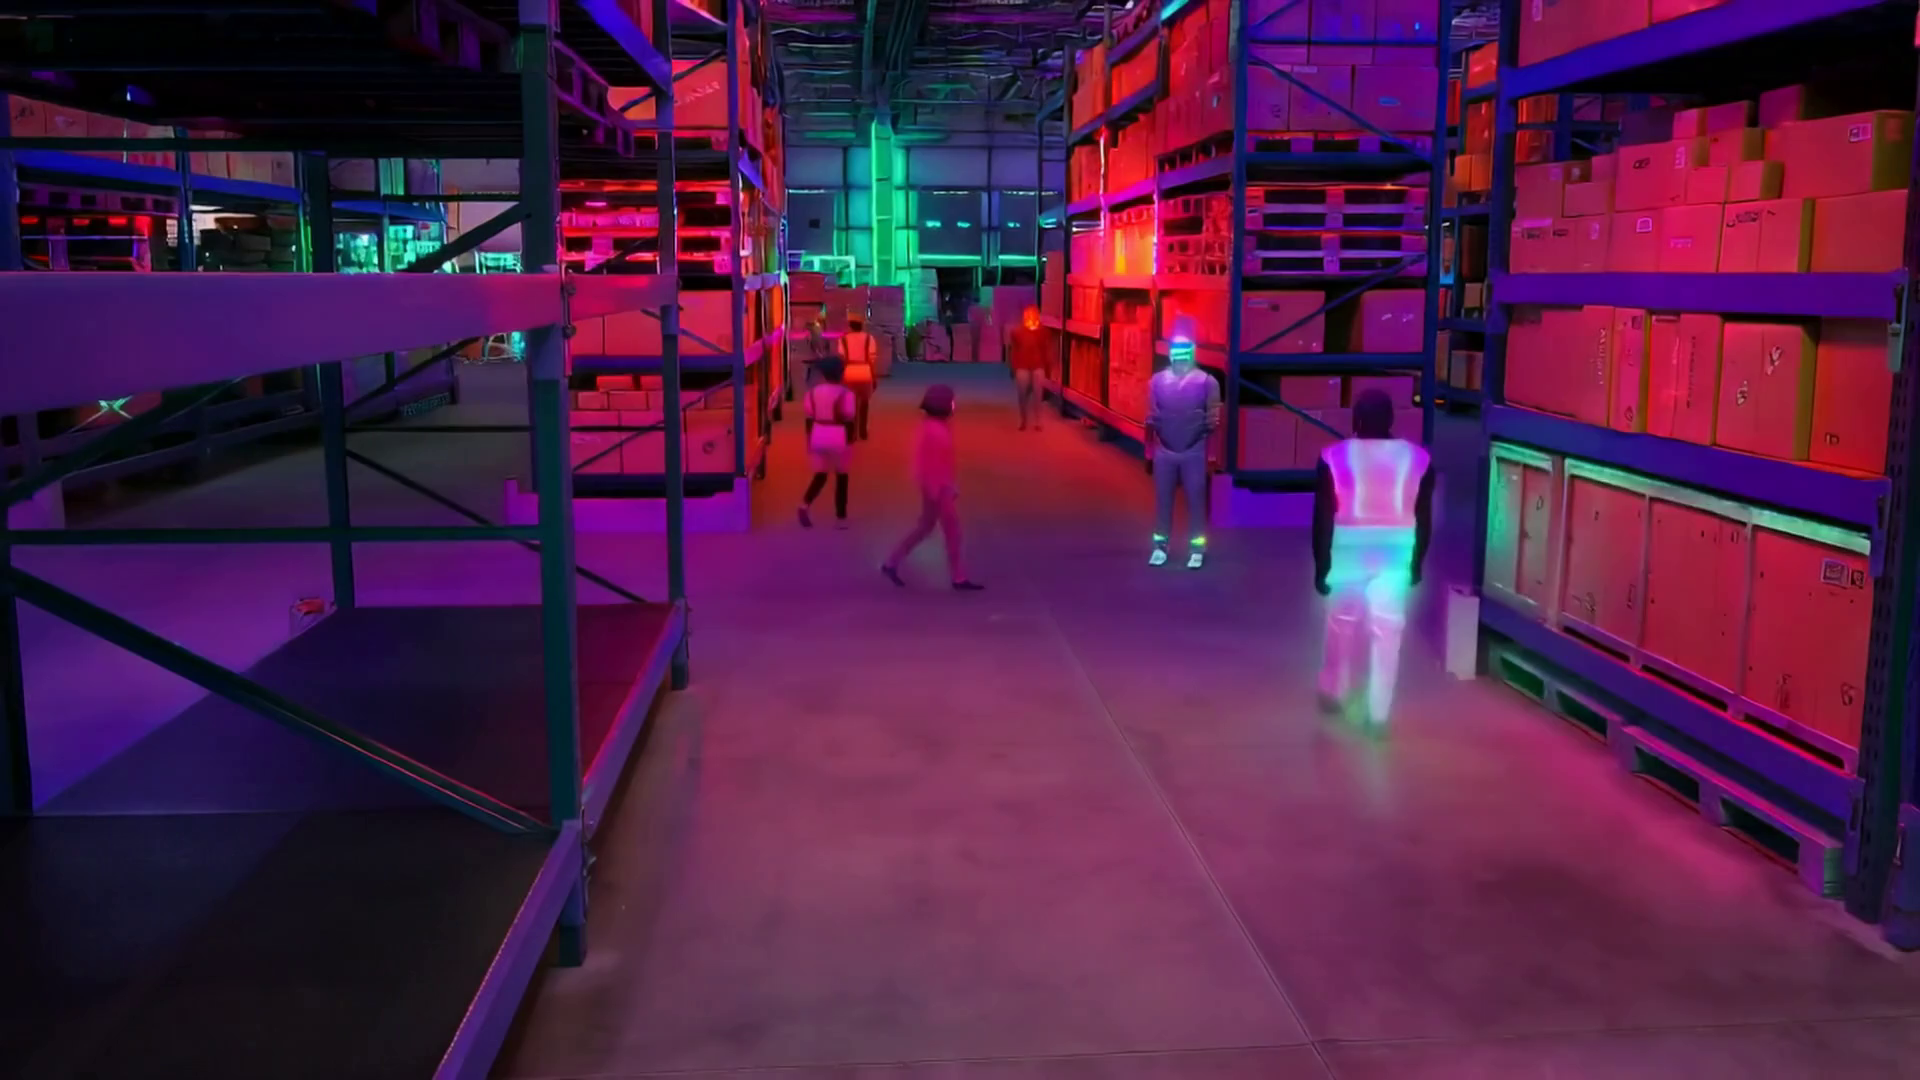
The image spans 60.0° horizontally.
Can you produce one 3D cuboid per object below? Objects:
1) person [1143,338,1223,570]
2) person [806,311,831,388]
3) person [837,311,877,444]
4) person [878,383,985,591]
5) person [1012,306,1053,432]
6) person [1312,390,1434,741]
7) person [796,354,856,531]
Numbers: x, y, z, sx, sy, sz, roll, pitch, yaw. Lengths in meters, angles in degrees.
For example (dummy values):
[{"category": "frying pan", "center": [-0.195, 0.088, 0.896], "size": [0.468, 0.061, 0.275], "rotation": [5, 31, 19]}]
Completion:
[{"category": "person", "center": [1.821, -0.710, 13.672], "size": [0.651, 1.898, 0.395], "rotation": [4, 10, 26]}, {"category": "person", "center": [-3.050, -4.030, 35.281], "size": [0.878, 1.653, 0.539], "rotation": [4, 10, 25]}, {"category": "person", "center": [-1.497, -2.360, 24.061], "size": [0.567, 1.881, 1.003], "rotation": [-1, 9, -5]}, {"category": "person", "center": [-0.237, -0.401, 12.651], "size": [0.795, 1.605, 0.507], "rotation": [0, 9, 3]}, {"category": "person", "center": [1.105, -2.631, 25.604], "size": [0.634, 1.936, 0.353], "rotation": [2, 9, 10]}, {"category": "person", "center": [2.165, 0.101, 8.875], "size": [0.647, 1.795, 0.938], "rotation": [0, 9, 1]}, {"category": "person", "center": [-1.252, -0.889, 15.477], "size": [0.548, 1.671, 0.646], "rotation": [4, 10, 25]}]
